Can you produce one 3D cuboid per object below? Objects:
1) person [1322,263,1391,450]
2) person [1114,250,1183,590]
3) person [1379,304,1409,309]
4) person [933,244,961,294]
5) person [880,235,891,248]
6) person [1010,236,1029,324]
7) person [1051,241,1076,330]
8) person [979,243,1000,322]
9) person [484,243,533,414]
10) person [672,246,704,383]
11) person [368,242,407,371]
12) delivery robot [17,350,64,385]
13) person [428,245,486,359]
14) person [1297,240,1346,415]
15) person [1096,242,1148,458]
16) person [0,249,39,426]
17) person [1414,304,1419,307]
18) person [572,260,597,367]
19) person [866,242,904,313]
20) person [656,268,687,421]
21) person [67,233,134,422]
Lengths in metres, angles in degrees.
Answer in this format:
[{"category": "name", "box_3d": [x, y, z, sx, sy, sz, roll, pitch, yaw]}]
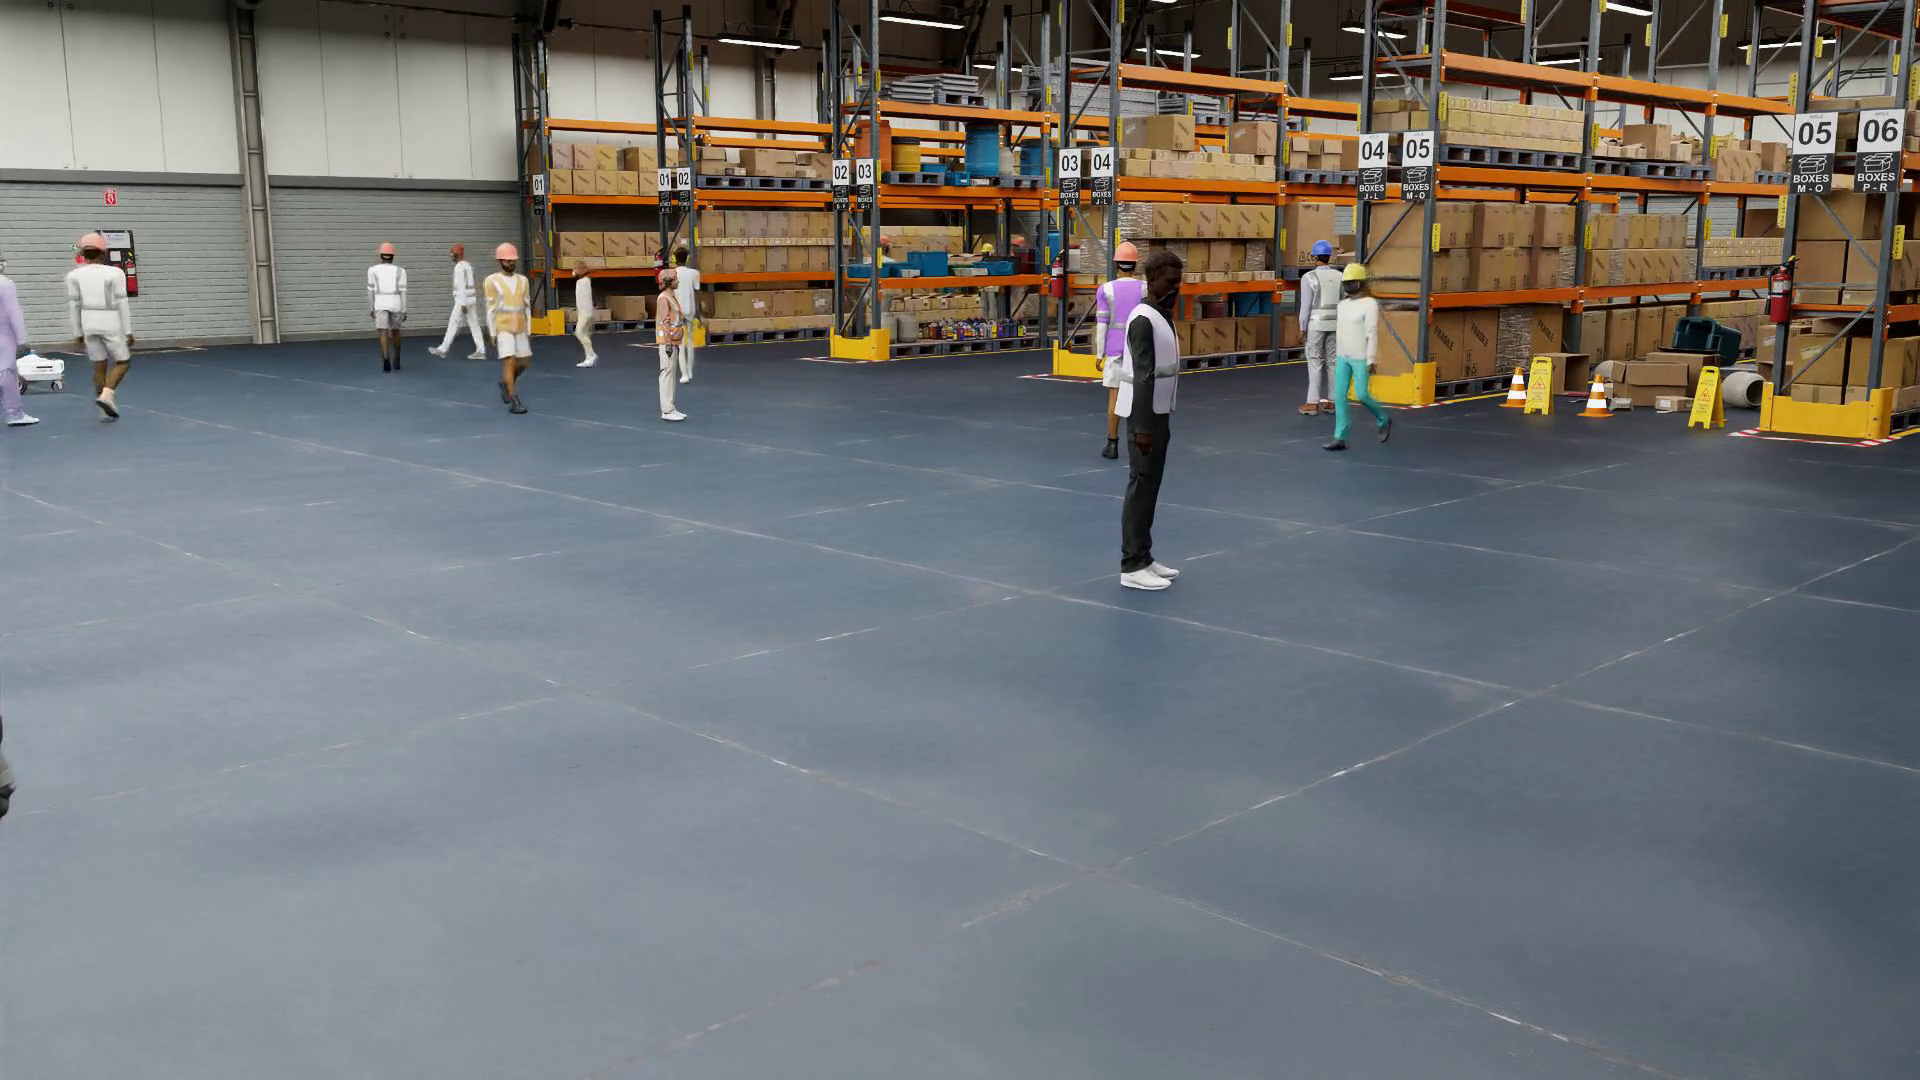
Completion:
[{"category": "person", "box_3d": [3.761, -1.731, 15.665, 0.666, 1.743, 0.532, -6, 12, -31]}, {"category": "person", "box_3d": [1.083, -0.694, 9.558, 0.372, 1.912, 0.596, 3, 11, 16]}, {"category": "person", "box_3d": [6.587, -3.616, 25.218, 0.865, 2.015, 0.610, -6, 12, -31]}, {"category": "person", "box_3d": [-0.317, -5.783, 37.604, 0.591, 1.803, 0.466, 4, 11, 21]}, {"category": "person", "box_3d": [-1.476, -4.763, 31.527, 0.375, 1.995, 0.611, -5, 12, -25]}, {"category": "person", "box_3d": [1.178, -5.275, 34.360, 0.633, 1.975, 0.493, 7, 13, 35]}, {"category": "person", "box_3d": [2.095, -5.192, 33.964, 0.626, 1.954, 0.528, 7, 13, 35]}, {"category": "person", "box_3d": [0.580, -5.140, 34.020, 0.404, 1.833, 0.591, -9, 14, -40]}, {"category": "person", "box_3d": [-5.147, -2.416, 18.955, 0.547, 1.922, 0.652, -9, 14, -41]}, {"category": "person", "box_3d": [-3.827, -3.100, 22.869, 0.552, 1.845, 0.858, -3, 11, -18]}, {"category": "person", "box_3d": [-8.495, -3.471, 24.748, 0.540, 1.907, 0.917, -4, 11, -21]}, {"category": "delivery robot", "box_3d": [-11.857, -2.185, 21.258, 0.707, 0.478, 0.477, -7, 12, -34]}, {"category": "person", "box_3d": [-8.154, -3.843, 26.928, 0.958, 1.839, 0.591, 1, 10, 4]}, {"category": "person", "box_3d": [4.058, -2.390, 18.710, 0.605, 1.948, 0.406, -5, 11, -24]}, {"category": "person", "box_3d": [1.493, -1.717, 15.071, 0.543, 1.939, 0.360, -1, 10, -4]}, {"category": "person", "box_3d": [-10.066, -2.094, 17.307, 0.644, 1.874, 0.857, 6, 12, 29]}, {"category": "person", "box_3d": [7.512, -3.838, 26.665, 0.585, 1.928, 0.369, -6, 12, -30]}, {"category": "person", "box_3d": [-5.765, -3.448, 25.371, 0.362, 1.616, 0.534, -5, 12, -27]}, {"category": "person", "box_3d": [-1.347, -4.366, 29.684, 0.639, 1.886, 1.033, 7, 13, 35]}, {"category": "person", "box_3d": [-3.158, -2.127, 18.109, 0.307, 1.645, 0.517, 0, 10, -2]}, {"category": "person", "box_3d": [-9.246, -2.282, 17.913, 0.628, 2.024, 0.491, 0, 10, -1]}]
